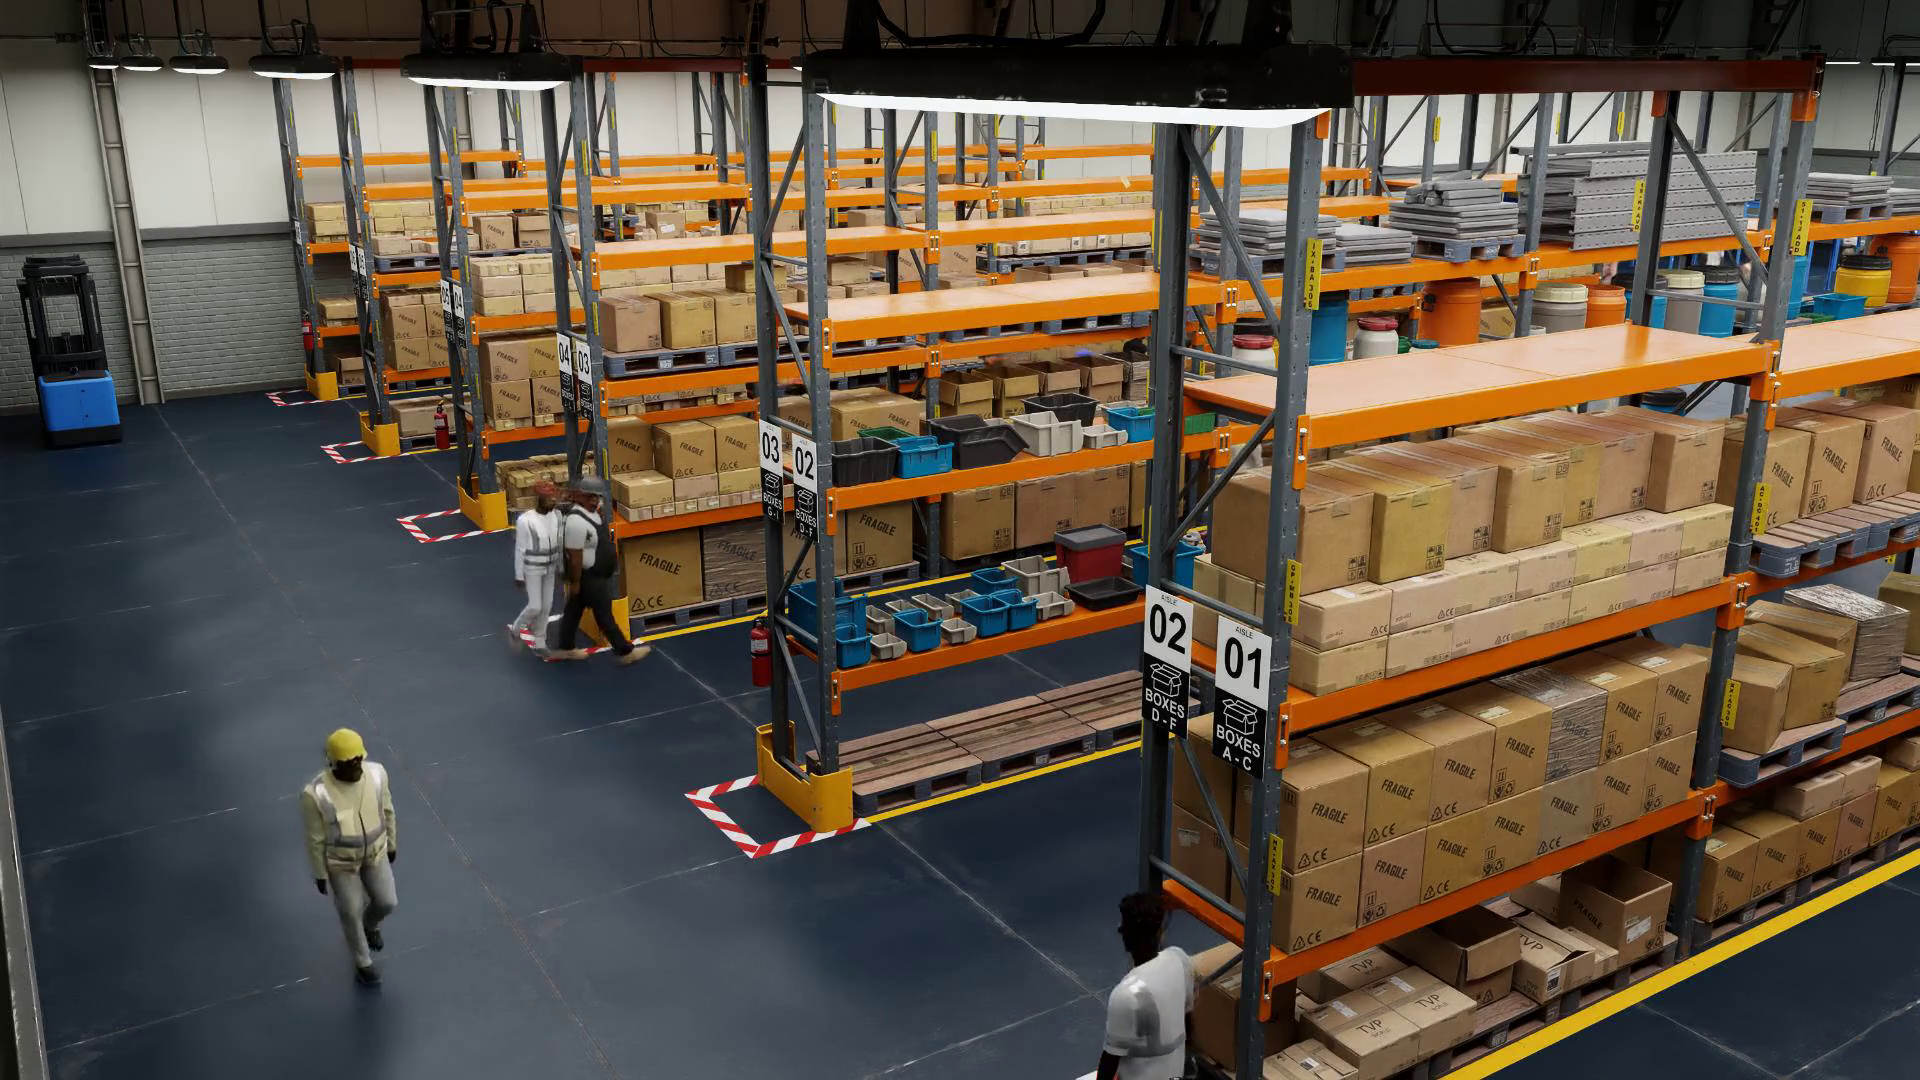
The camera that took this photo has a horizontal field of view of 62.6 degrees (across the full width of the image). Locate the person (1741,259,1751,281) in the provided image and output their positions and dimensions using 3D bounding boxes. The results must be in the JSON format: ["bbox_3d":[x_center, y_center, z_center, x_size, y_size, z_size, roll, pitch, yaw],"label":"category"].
[{"bbox_3d":[18.741,-6.053,37.521,0.521,1.611,0.695,-5,18,-17],"label":"person"}]

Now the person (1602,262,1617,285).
[{"bbox_3d":[15.315,-6.200,37.600,0.696,1.870,0.673,-3,17,-10],"label":"person"}]

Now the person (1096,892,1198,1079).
[{"bbox_3d":[0.899,2.741,8.143,0.676,1.926,0.766,13,21,36],"label":"person"}]

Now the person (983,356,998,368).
[{"bbox_3d":[0.494,-1.758,23.018,0.422,1.874,0.588,-10,20,-29],"label":"person"}]

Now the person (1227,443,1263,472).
[{"bbox_3d":[3.598,-0.766,20.006,0.917,1.725,0.534,-10,20,-30],"label":"person"}]

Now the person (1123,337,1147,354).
[{"bbox_3d":[2.847,-2.558,25.420,0.395,1.994,0.612,-10,19,-28],"label":"person"}]

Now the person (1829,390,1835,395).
[{"bbox_3d":[14.652,-2.571,26.073,0.545,1.622,0.378,1,17,2],"label":"person"}]

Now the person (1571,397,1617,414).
[{"bbox_3d":[10.939,-2.900,26.849,0.859,1.828,0.523,1,17,3],"label":"person"}]

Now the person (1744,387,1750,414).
[{"bbox_3d":[11.835,-1.740,23.297,0.539,1.665,0.794,-6,18,-18],"label":"person"}]

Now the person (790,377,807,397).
[{"bbox_3d":[-2.271,-1.361,21.664,0.909,1.903,0.565,-8,19,-24],"label":"person"}]

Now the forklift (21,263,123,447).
[{"bbox_3d":[-14.518,-3.079,25.708,1.129,2.768,1.873,-10,20,-31],"label":"forklift"}]

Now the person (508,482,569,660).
[{"bbox_3d":[-4.353,0.303,16.292,0.510,1.849,0.616,11,20,32],"label":"person"}]

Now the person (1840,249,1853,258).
[{"bbox_3d":[19.890,-5.618,35.625,0.954,1.890,0.636,5,18,16],"label":"person"}]

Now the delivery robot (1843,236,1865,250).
[{"bbox_3d":[28.771,-9.559,50.721,0.477,0.478,0.707,-3,17,-8],"label":"delivery robot"}]

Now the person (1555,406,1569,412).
[{"bbox_3d":[9.915,-2.583,25.839,0.616,1.802,0.738,-15,22,-40],"label":"person"}]

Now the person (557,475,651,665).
[{"bbox_3d":[-3.723,0.286,16.090,0.987,2.000,0.687,-3,17,-9],"label":"person"}]

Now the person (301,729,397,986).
[{"bbox_3d":[-4.040,2.079,10.513,0.604,1.817,0.472,-15,23,-41],"label":"person"}]

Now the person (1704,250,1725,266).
[{"bbox_3d":[19.021,-6.813,39.627,0.867,1.833,0.552,-6,18,-19],"label":"person"}]

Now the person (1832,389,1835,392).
[{"bbox_3d":[16.463,-3.694,29.412,0.390,1.838,0.563,-3,17,-10],"label":"person"}]

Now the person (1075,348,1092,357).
[{"bbox_3d":[1.918,-1.931,23.510,0.866,1.923,0.608,-10,20,-31],"label":"person"}]

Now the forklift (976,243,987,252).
[{"bbox_3d":[0.988,-5.474,34.718,1.214,2.155,2.313,-10,20,-31],"label":"forklift"}]
